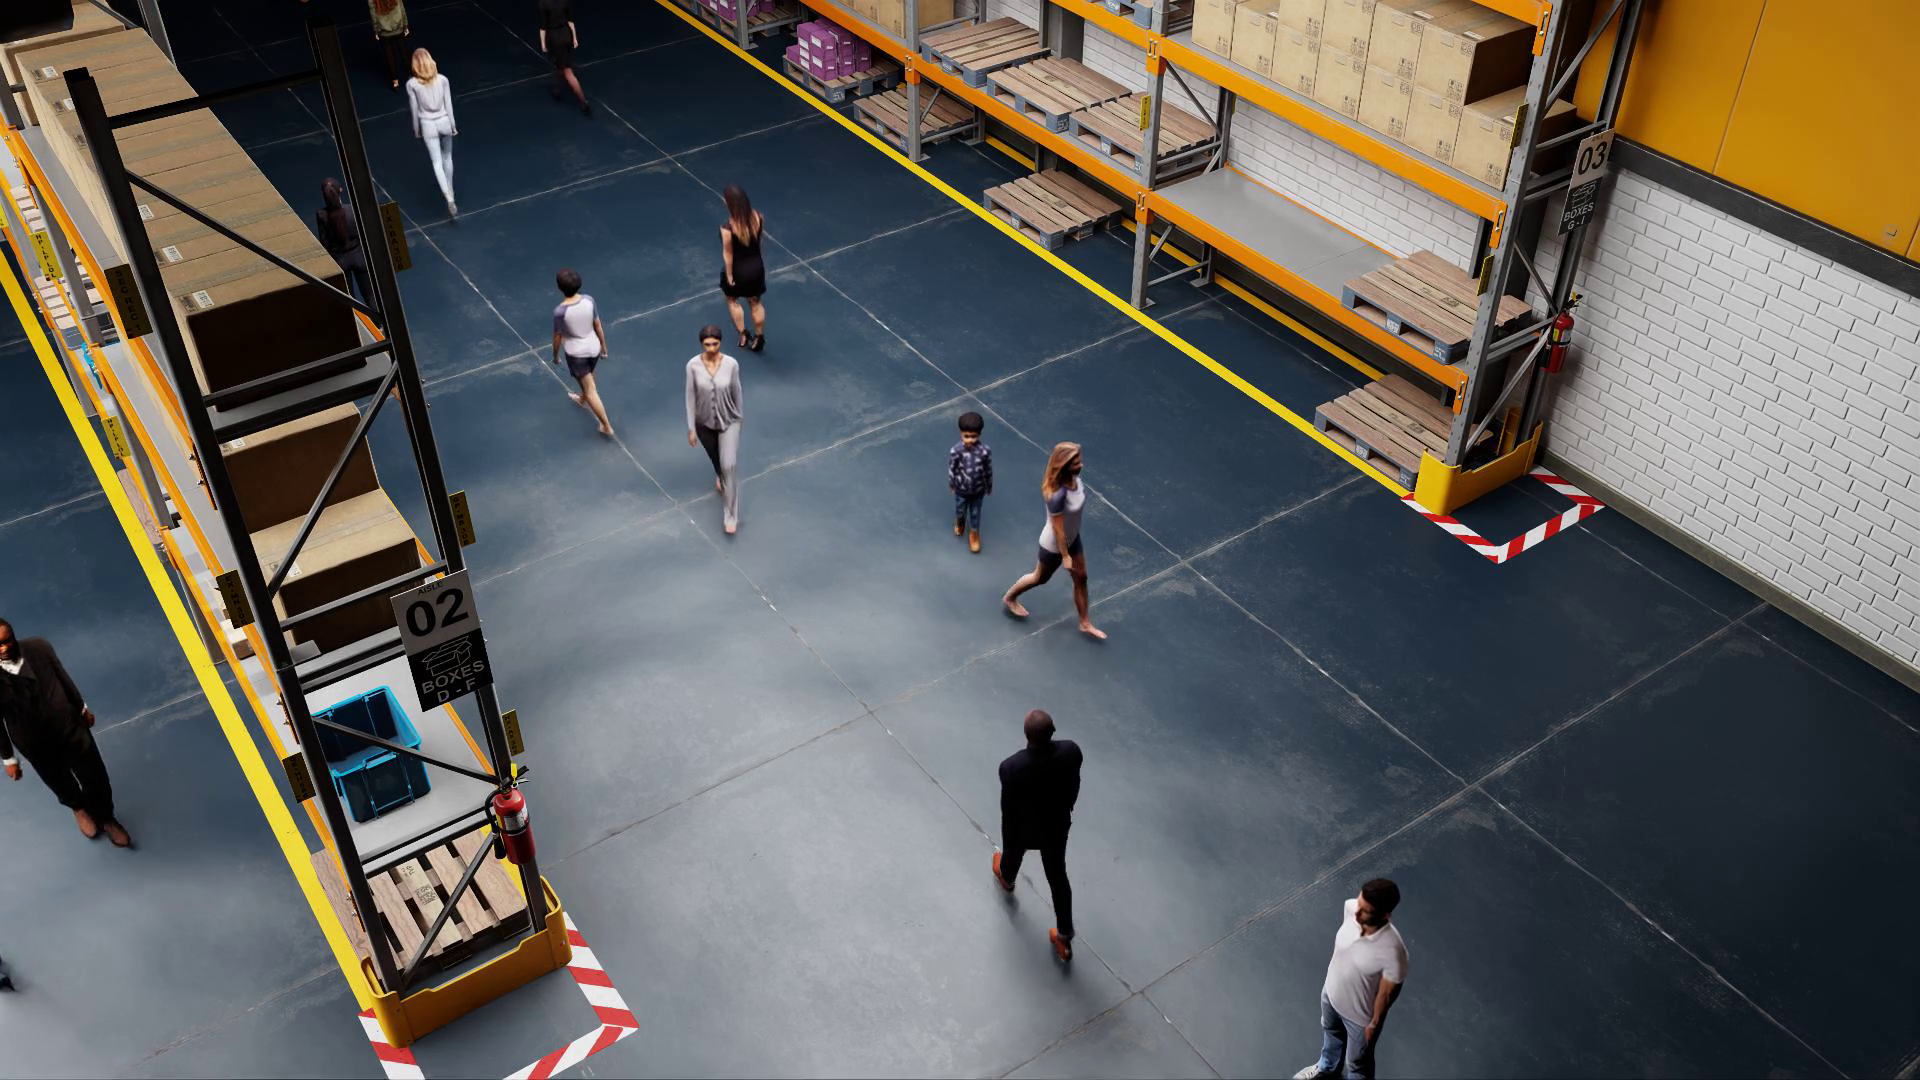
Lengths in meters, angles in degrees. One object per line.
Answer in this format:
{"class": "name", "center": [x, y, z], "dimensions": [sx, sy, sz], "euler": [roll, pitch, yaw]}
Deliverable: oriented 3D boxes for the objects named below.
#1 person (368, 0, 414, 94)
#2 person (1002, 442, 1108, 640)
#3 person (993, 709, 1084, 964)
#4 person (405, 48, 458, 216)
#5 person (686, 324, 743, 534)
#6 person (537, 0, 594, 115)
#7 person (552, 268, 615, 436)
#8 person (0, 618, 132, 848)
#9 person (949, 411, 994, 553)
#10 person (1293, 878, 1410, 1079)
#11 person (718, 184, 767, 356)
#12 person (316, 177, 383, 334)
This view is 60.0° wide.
{"class": "person", "center": [-6.918, -6.194, 20.226], "dimensions": [0.590, 1.476, 0.530], "euler": [-19, 43, -23]}
{"class": "person", "center": [0.651, -0.002, 12.299], "dimensions": [1.170, 1.692, 0.888], "euler": [21, 43, 24]}
{"class": "person", "center": [0.510, 1.787, 9.994], "dimensions": [0.936, 1.772, 1.279], "euler": [-13, 40, -15]}
{"class": "person", "center": [-5.543, -4.315, 17.632], "dimensions": [0.793, 1.775, 1.141], "euler": [-13, 40, -16]}
{"class": "person", "center": [-1.992, -1.002, 13.530], "dimensions": [0.985, 1.719, 1.188], "euler": [-2, 39, -2]}
{"class": "person", "center": [-4.662, -5.814, 19.599], "dimensions": [1.129, 1.663, 0.728], "euler": [31, 48, 33]}
{"class": "person", "center": [-3.239, -1.611, 14.449], "dimensions": [0.679, 1.522, 1.043], "euler": [-31, 48, -33]}
{"class": "person", "center": [-5.890, 1.171, 10.676], "dimensions": [0.767, 1.884, 0.822], "euler": [-27, 46, -29]}
{"class": "person", "center": [0.083, -0.496, 13.277], "dimensions": [0.625, 1.243, 0.696], "euler": [-3, 39, -4]}
{"class": "person", "center": [2.168, 2.478, 9.057], "dimensions": [0.783, 1.862, 0.594], "euler": [-13, 41, -16]}
{"class": "person", "center": [-1.932, -2.449, 15.353], "dimensions": [0.690, 1.704, 0.666], "euler": [-29, 47, -31]}
{"class": "person", "center": [-5.692, -2.586, 15.520], "dimensions": [0.618, 1.710, 0.568], "euler": [-13, 41, -16]}
